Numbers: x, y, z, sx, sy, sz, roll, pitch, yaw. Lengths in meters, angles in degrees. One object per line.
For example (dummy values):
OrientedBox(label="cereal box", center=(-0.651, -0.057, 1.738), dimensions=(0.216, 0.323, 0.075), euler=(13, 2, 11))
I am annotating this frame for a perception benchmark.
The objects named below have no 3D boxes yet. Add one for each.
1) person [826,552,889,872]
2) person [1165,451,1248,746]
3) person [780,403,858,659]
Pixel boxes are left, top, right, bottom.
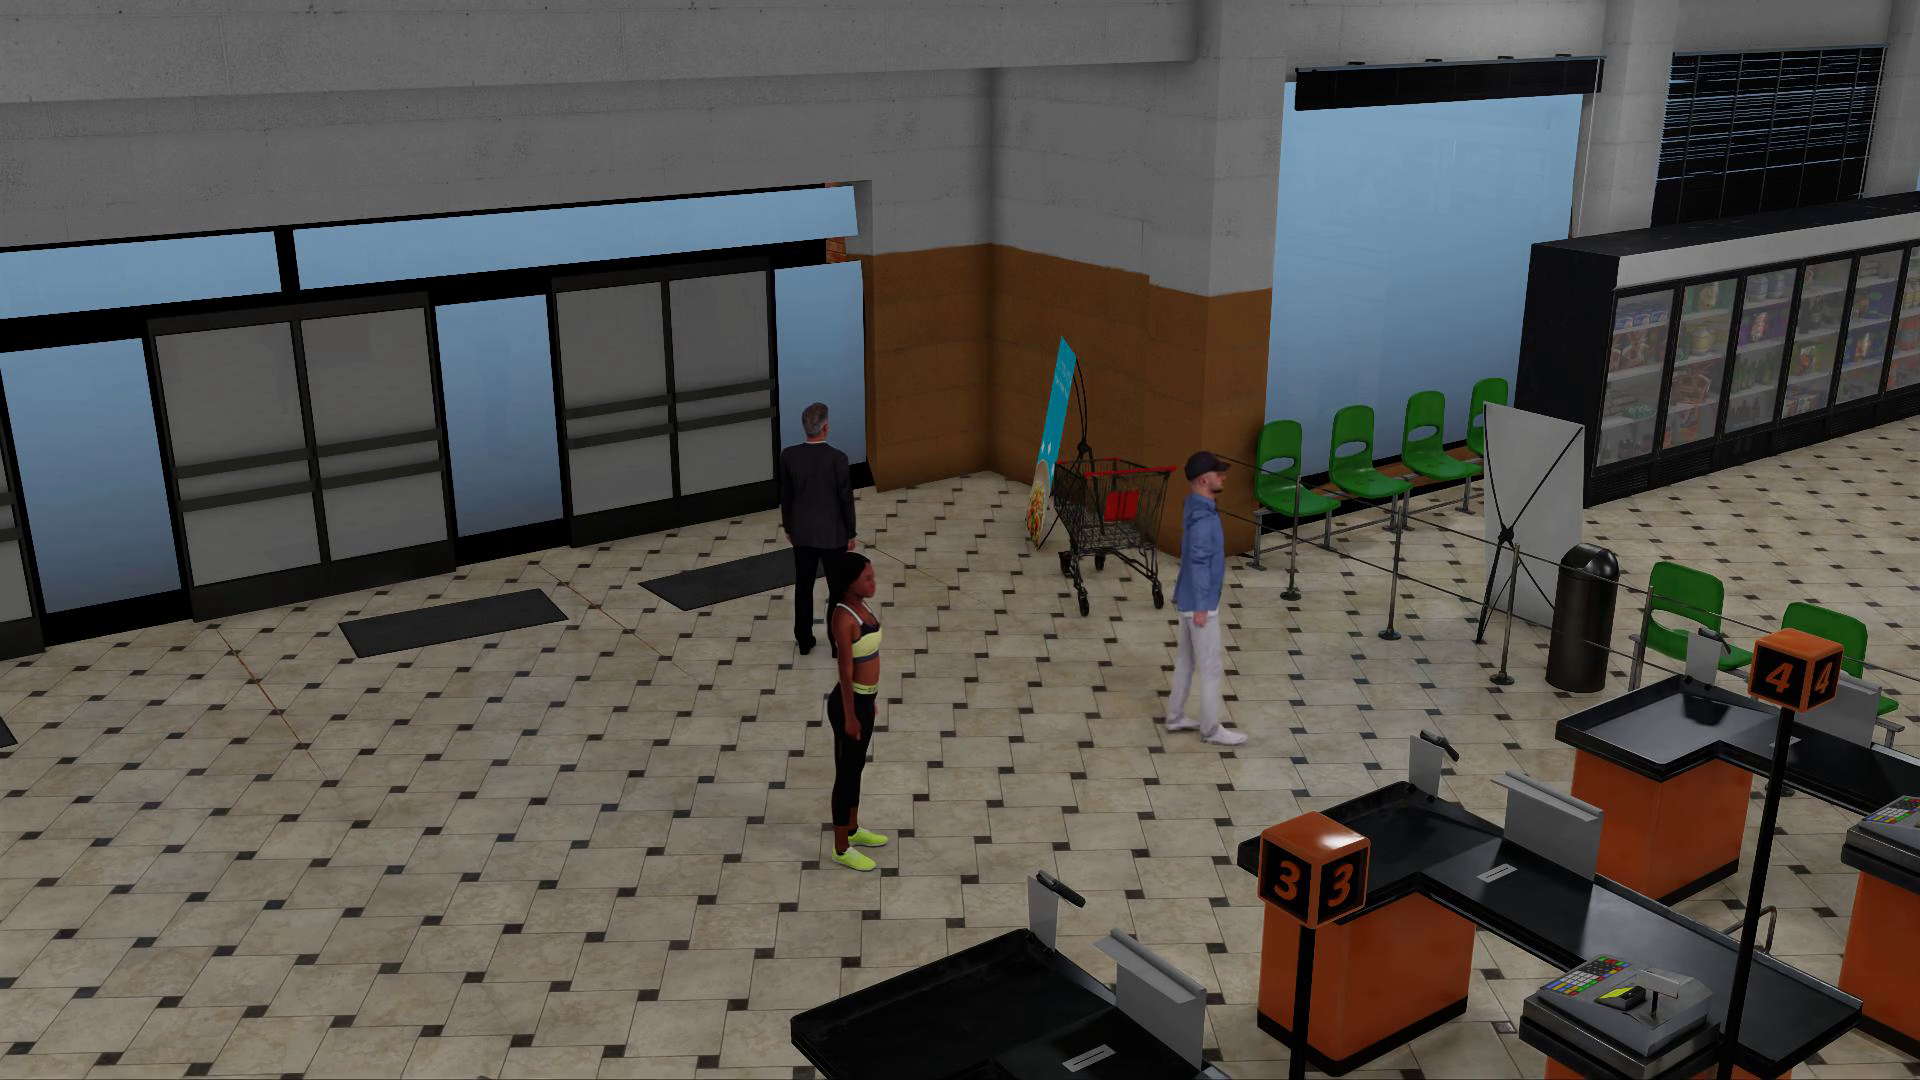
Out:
OrientedBox(label="person", center=(-0.583, 0.898, 8.932), dimensions=(0.693, 1.755, 0.640), euler=(4, 19, 12))
OrientedBox(label="person", center=(1.456, 0.354, 10.336), dimensions=(0.890, 1.889, 0.827), euler=(0, 19, -1))
OrientedBox(label="person", center=(-0.982, -0.072, 11.673), dimensions=(0.773, 1.842, 0.863), euler=(5, 19, 16))
